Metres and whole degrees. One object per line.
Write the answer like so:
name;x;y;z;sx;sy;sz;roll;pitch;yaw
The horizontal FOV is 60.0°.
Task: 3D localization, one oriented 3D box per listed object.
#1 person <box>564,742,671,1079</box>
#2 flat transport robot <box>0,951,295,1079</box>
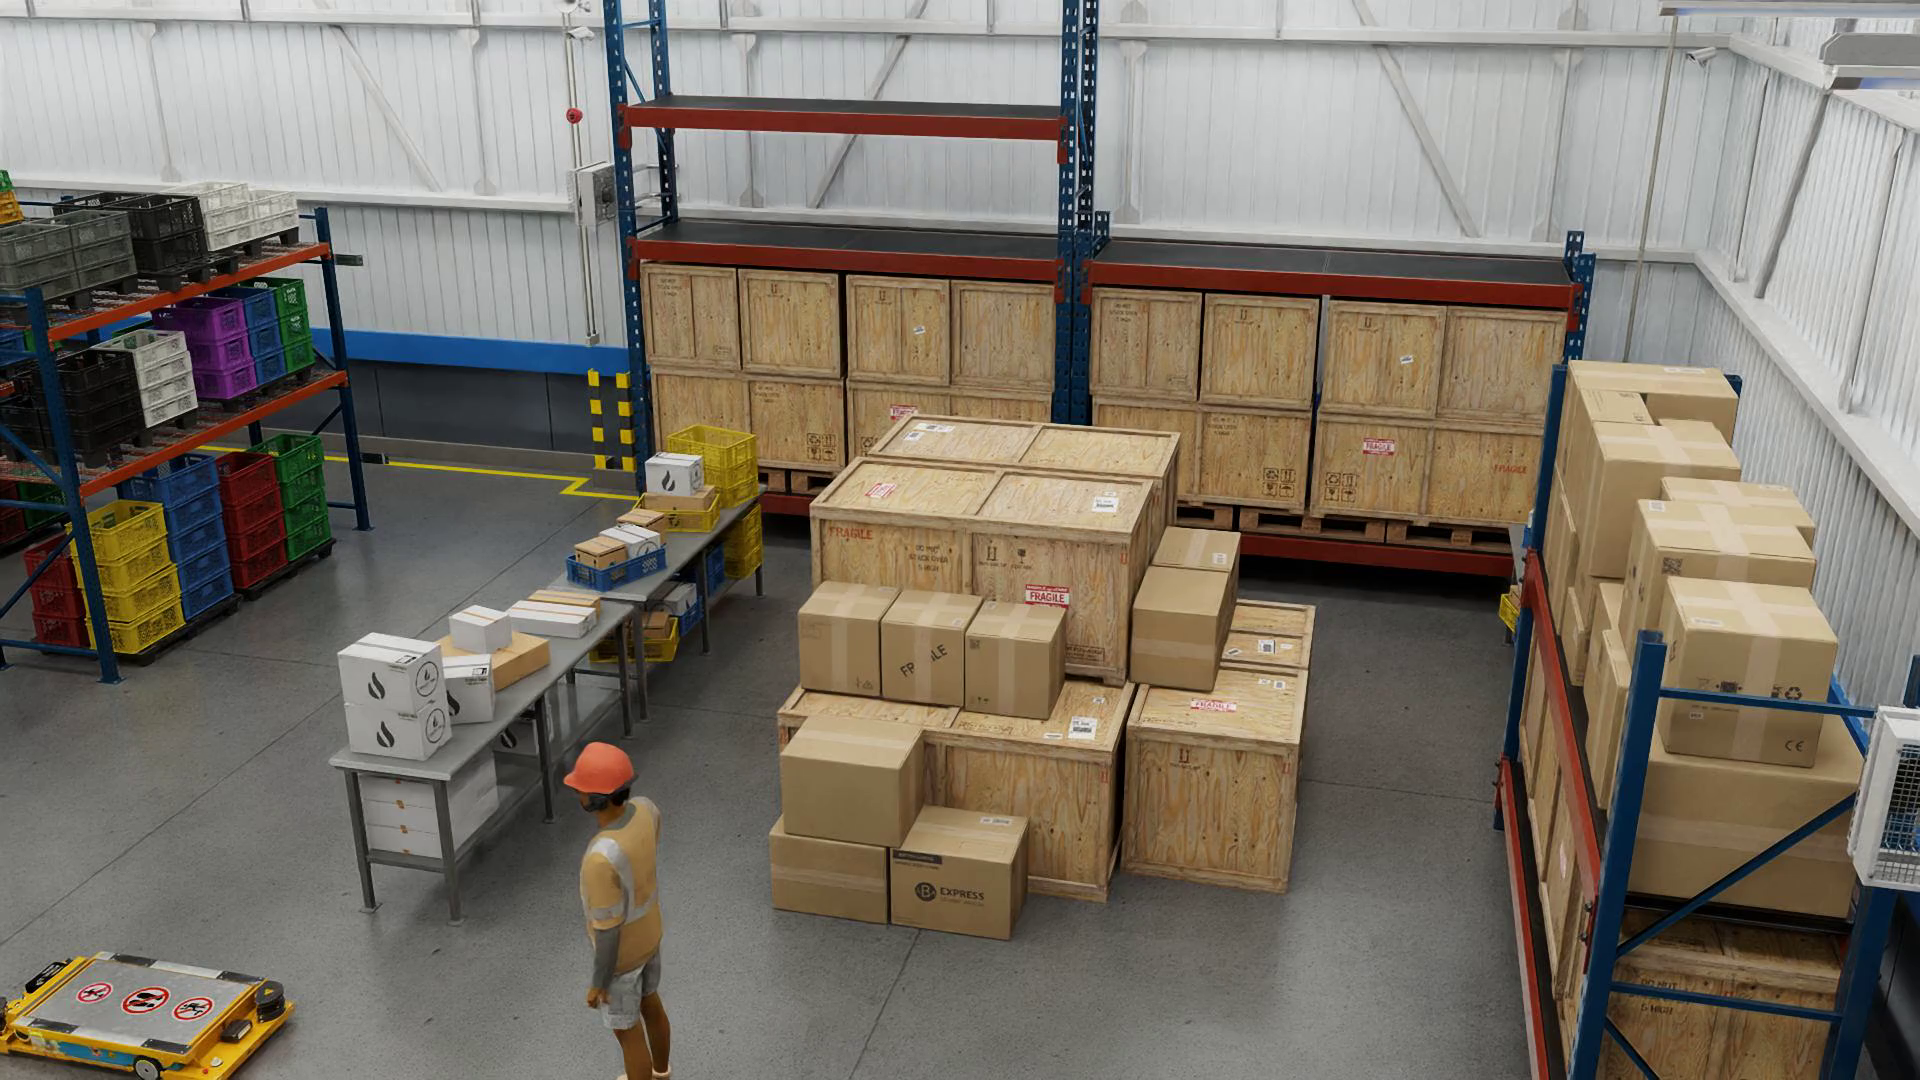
person;-1.574;1.860;7.696;0.379;2.045;0.604;4;21;12
flat transport robot;-4.270;2.464;8.601;1.431;0.231;0.659;5;22;13
